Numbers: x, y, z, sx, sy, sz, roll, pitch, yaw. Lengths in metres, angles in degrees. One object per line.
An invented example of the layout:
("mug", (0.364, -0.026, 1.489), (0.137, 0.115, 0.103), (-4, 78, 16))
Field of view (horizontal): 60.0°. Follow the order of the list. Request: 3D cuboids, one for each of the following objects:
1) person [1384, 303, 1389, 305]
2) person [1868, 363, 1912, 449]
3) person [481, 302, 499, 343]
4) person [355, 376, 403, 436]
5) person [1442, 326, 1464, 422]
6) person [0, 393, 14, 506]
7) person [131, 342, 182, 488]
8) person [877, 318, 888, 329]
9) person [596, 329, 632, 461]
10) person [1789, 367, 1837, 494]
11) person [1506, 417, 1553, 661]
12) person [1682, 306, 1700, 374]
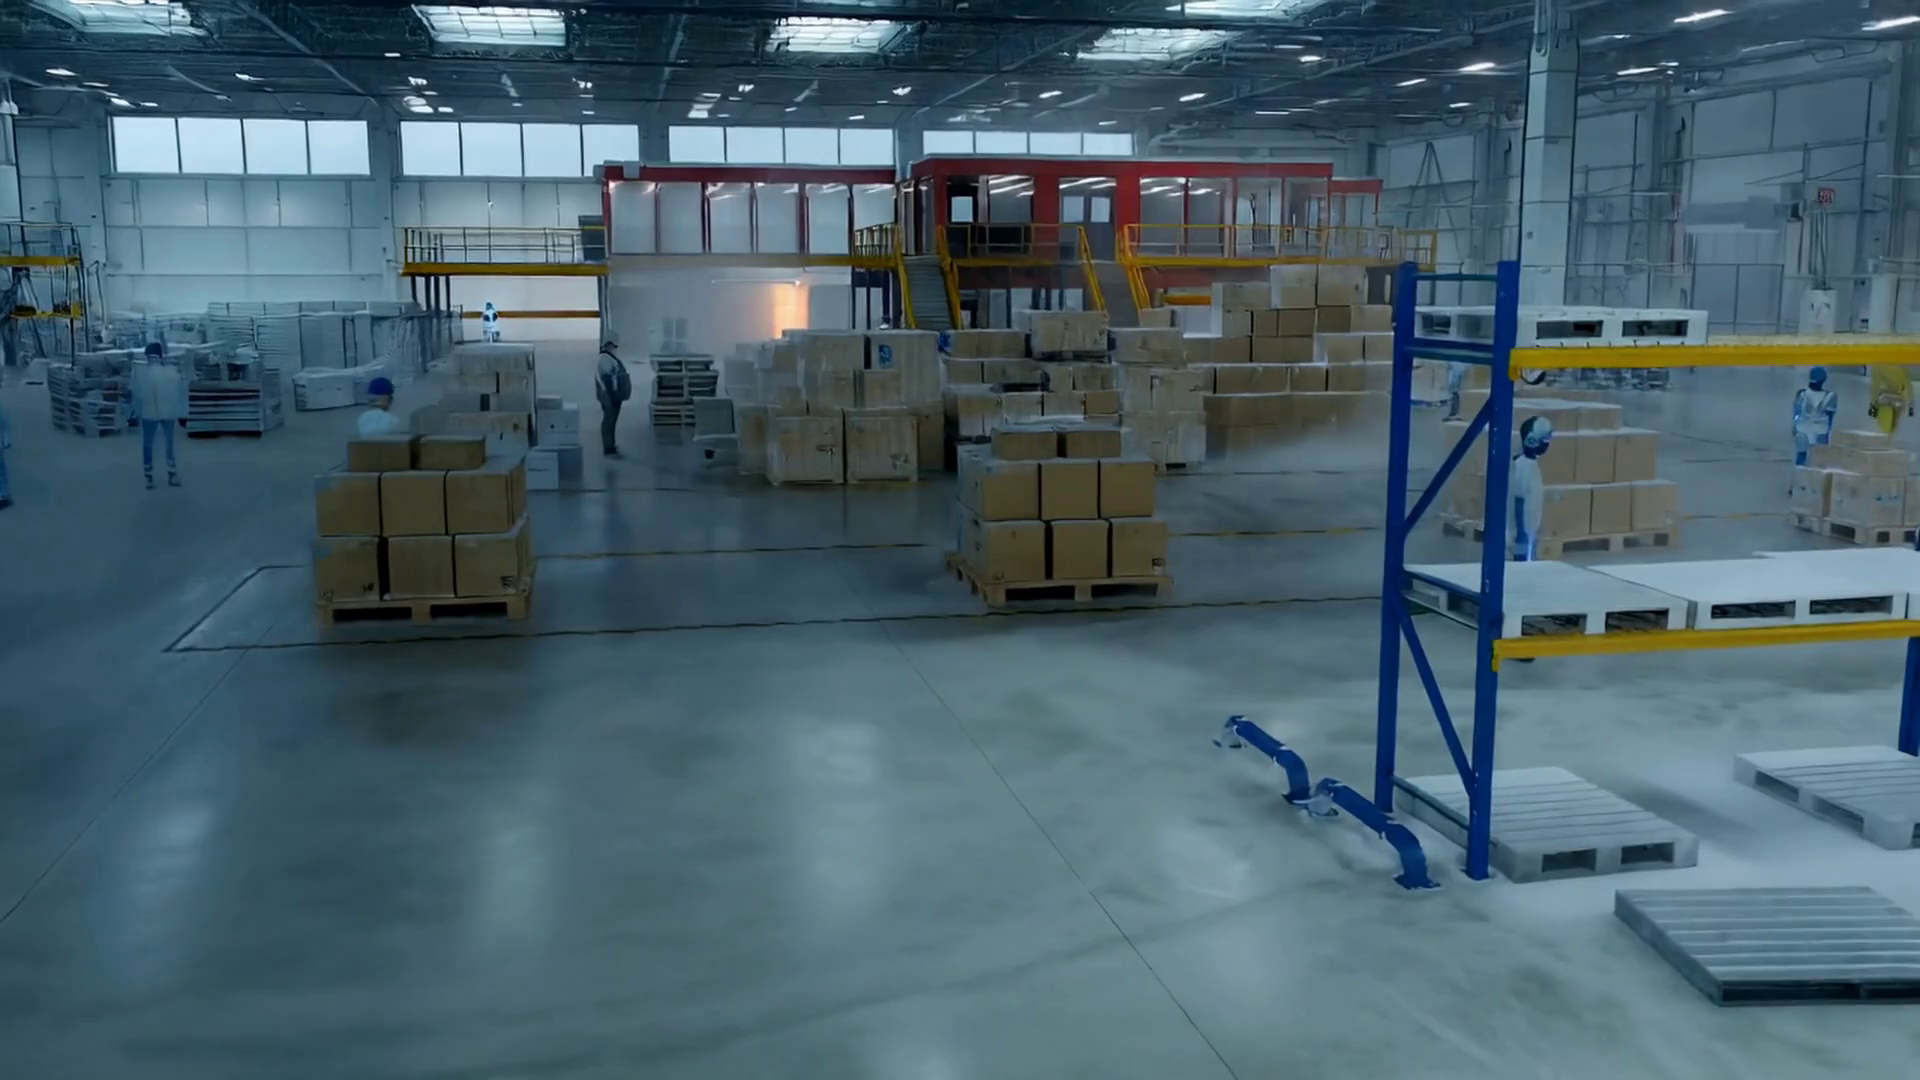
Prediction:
("person", (16.418, -8.348, 63.226), (0.632, 1.974, 0.659), (-2, 10, -13))
("person", (14.244, -2.052, 25.496), (0.638, 1.827, 0.838), (-2, 10, -13))
("person", (-15.363, -6.843, 54.410), (0.579, 1.879, 0.360), (-7, 12, -37))
("person", (-5.745, -0.671, 16.615), (0.576, 1.924, 0.400), (4, 10, 25))
("person", (9.618, -3.262, 32.366), (0.371, 1.941, 0.627), (4, 10, 21))
("person", (-12.223, -1.292, 20.889), (0.532, 1.767, 0.328), (-3, 10, -19))
("person", (-10.992, -1.716, 22.776), (0.614, 1.994, 0.381), (-7, 12, -37))
("person", (-1.807, -4.036, 37.254), (0.565, 1.895, 0.993), (-7, 12, -37))
("person", (-5.397, -2.262, 25.963), (0.537, 2.000, 0.678), (-2, 9, -10))
("person", (11.261, -1.433, 21.964), (0.532, 1.694, 0.319), (6, 11, 34))
("person", (4.369, -0.013, 12.800), (0.329, 1.865, 0.507), (5, 10, 26))
("person", (20.664, -5.622, 46.844), (0.590, 1.915, 0.413), (-3, 10, -19))
